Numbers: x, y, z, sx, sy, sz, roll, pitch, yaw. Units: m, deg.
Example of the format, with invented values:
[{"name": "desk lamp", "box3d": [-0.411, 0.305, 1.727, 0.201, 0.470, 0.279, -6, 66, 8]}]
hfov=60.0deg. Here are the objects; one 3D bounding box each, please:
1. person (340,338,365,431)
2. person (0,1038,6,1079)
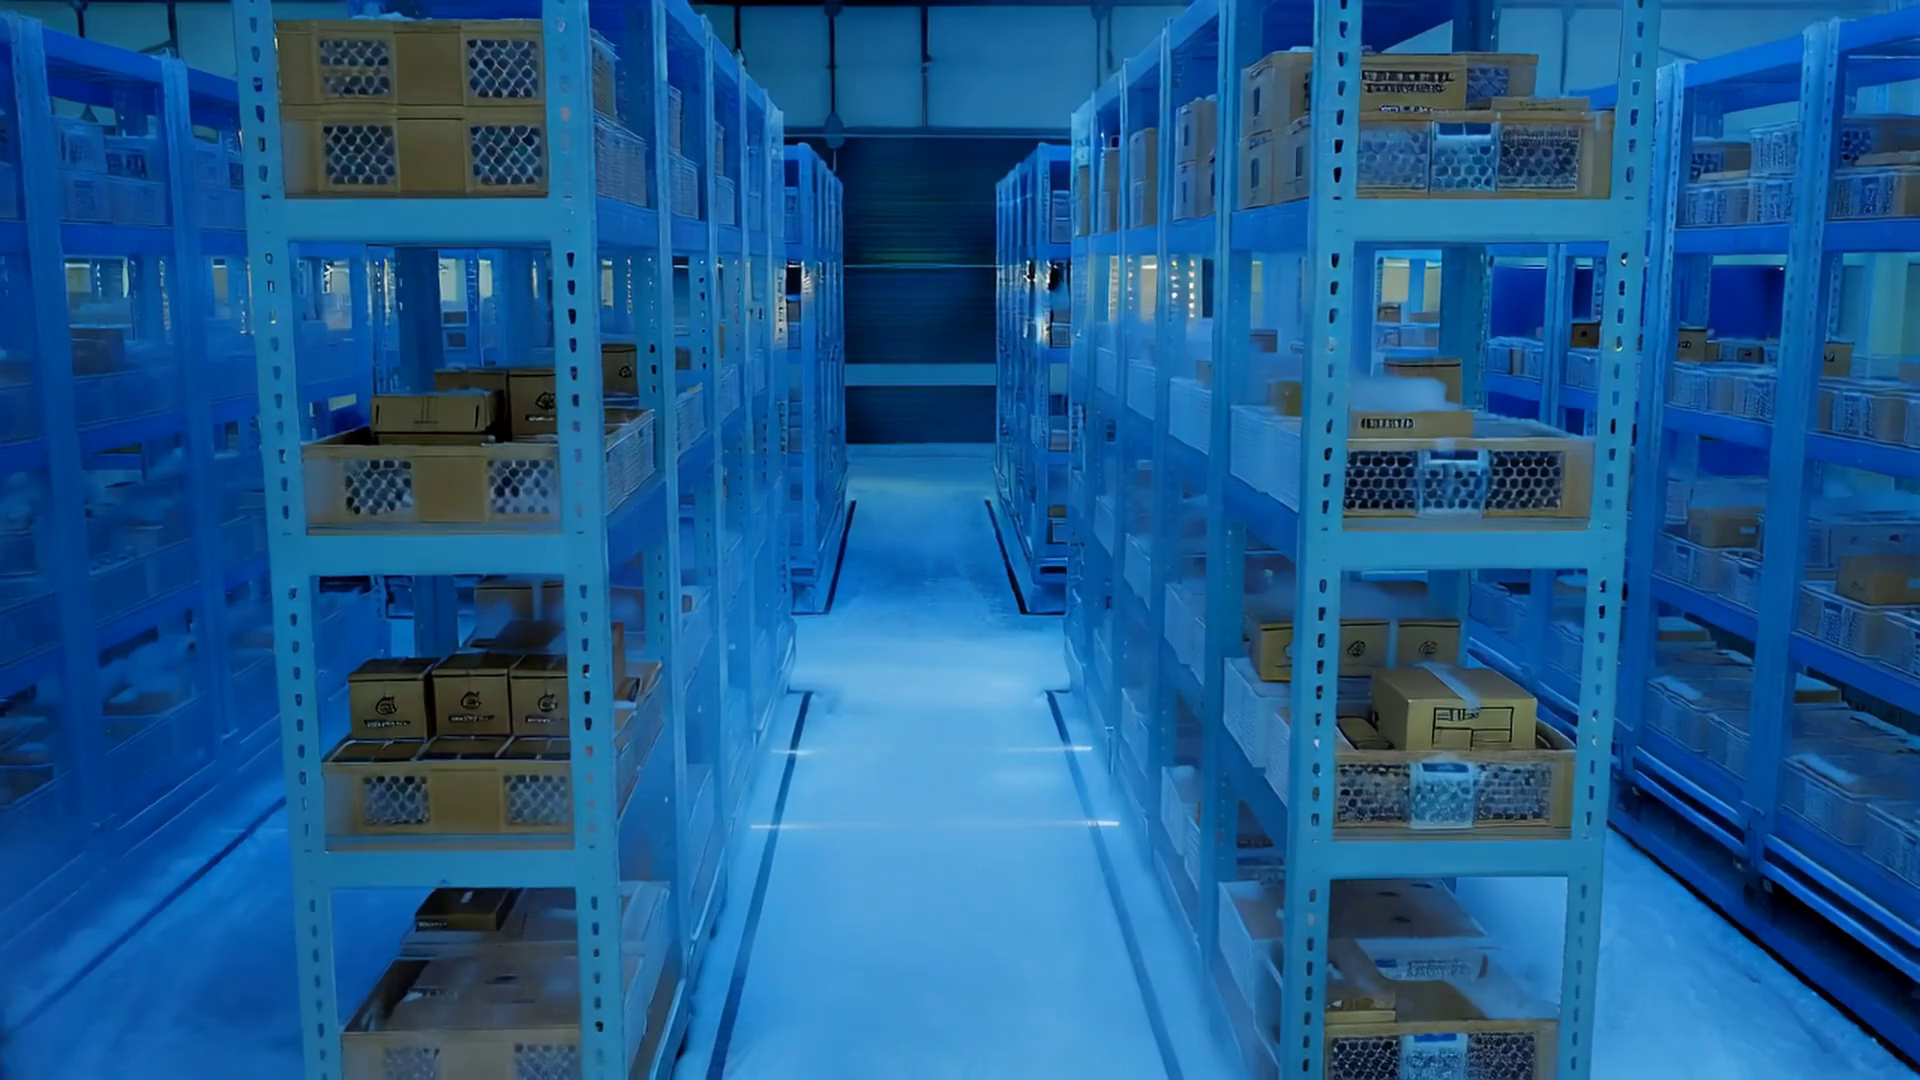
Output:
[{"name": "person", "box3d": [-7.443, -1.623, 20.713, 0.793, 1.815, 0.619, 0, 9, -1]}, {"name": "person", "box3d": [-1.840, 1.360, 2.715, 0.937, 1.778, 0.588, 1, 9, 6]}]
